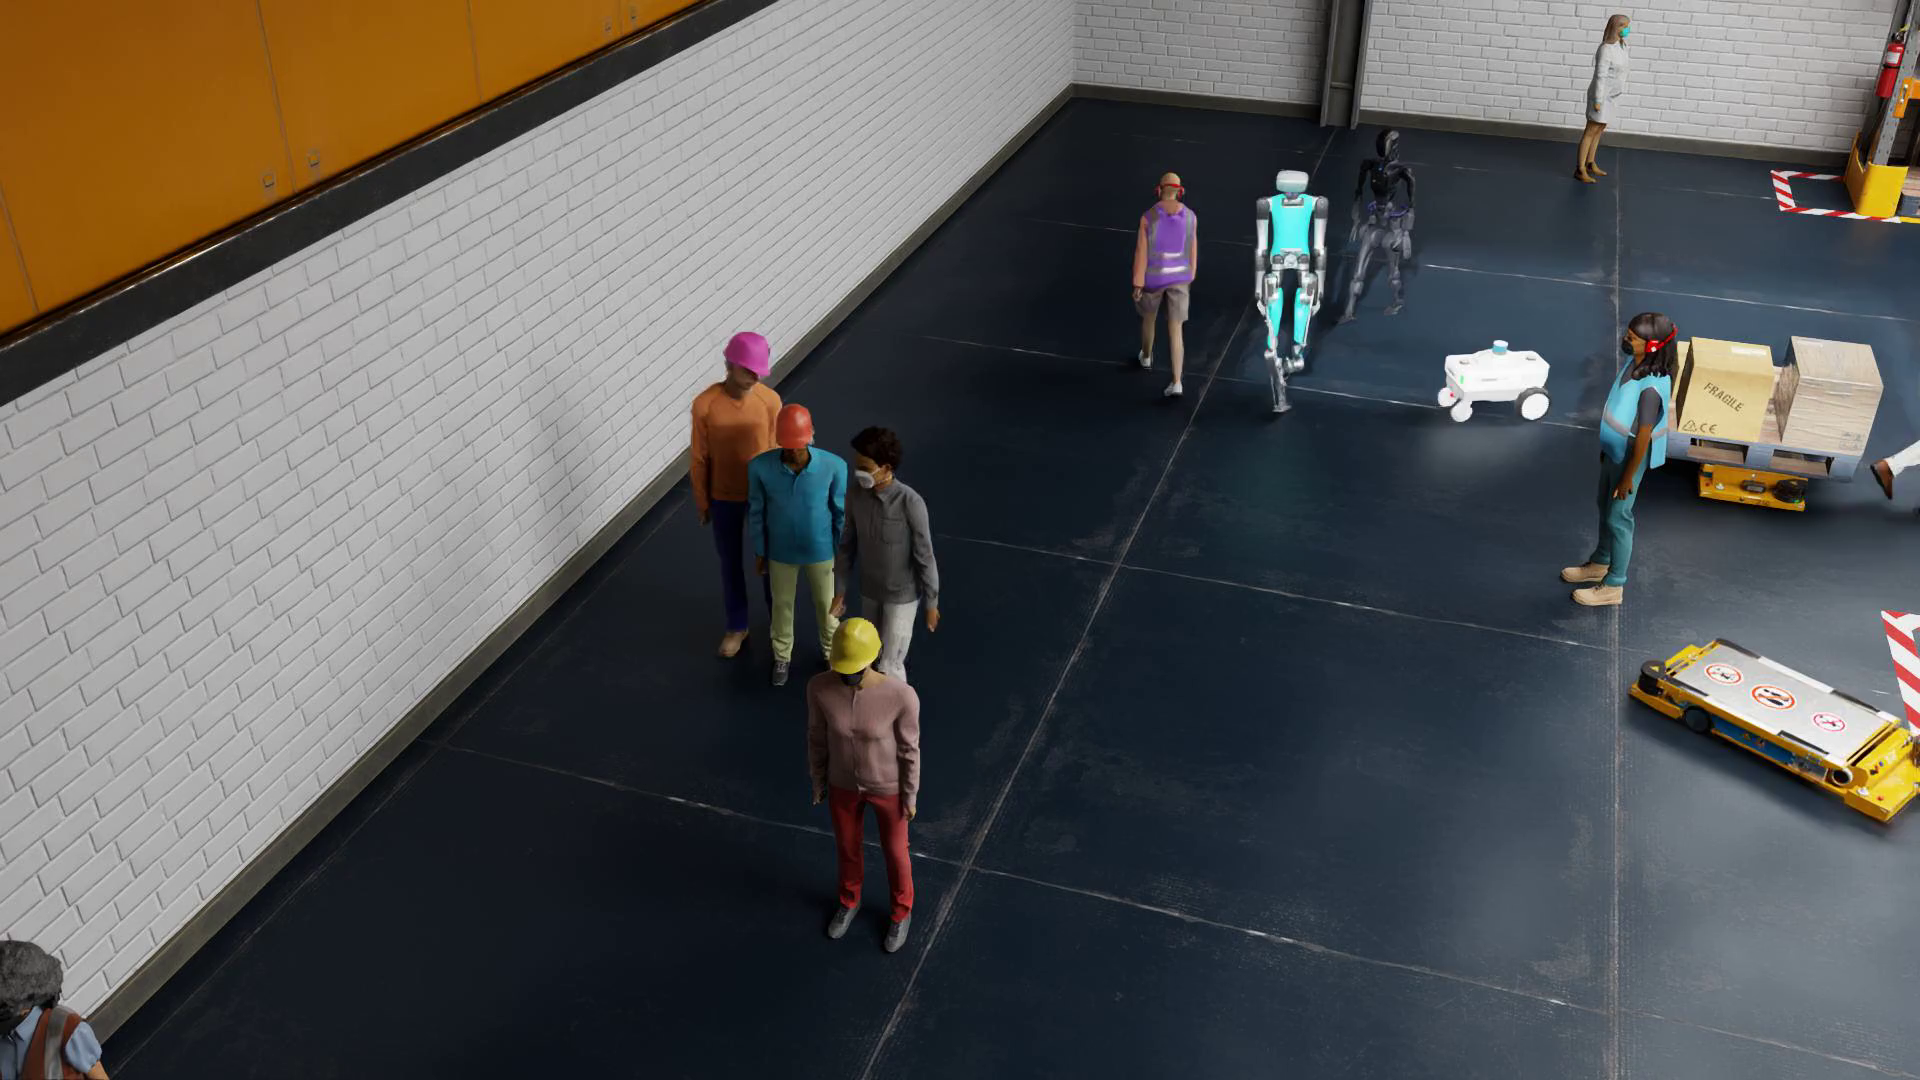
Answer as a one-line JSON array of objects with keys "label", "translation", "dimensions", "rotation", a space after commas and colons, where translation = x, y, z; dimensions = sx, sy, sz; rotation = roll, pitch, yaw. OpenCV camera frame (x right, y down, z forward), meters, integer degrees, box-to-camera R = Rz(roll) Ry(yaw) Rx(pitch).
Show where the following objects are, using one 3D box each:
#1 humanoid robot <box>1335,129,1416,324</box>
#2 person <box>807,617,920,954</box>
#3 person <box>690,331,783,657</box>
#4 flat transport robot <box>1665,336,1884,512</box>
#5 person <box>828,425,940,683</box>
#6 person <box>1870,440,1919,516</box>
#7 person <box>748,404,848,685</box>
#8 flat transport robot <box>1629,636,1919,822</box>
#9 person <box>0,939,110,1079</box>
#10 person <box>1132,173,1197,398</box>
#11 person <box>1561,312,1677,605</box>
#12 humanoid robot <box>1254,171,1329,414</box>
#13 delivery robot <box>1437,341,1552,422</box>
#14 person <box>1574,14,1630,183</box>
[{"label": "humanoid robot", "translation": [3.480, -2.567, 13.656], "dimensions": [0.781, 1.628, 0.608], "rotation": [-26, 39, -37]}, {"label": "person", "translation": [-0.422, 1.080, 7.321], "dimensions": [0.516, 1.756, 0.339], "rotation": [7, 31, 12]}, {"label": "person", "translation": [-1.229, -0.252, 9.402], "dimensions": [0.558, 1.954, 0.415], "rotation": [-4, 31, -6]}, {"label": "flat transport robot", "translation": [5.544, -0.640, 11.714], "dimensions": [0.659, 0.231, 1.431], "rotation": [10, 32, 16]}, {"label": "person", "translation": [-0.405, 0.288, 8.543], "dimensions": [0.558, 1.881, 0.553], "rotation": [21, 36, 31]}, {"label": "person", "translation": [6.422, -0.949, 10.688], "dimensions": [0.585, 1.849, 0.591], "rotation": [7, 31, 12]}, {"label": "person", "translation": [-0.870, 0.039, 9.106], "dimensions": [0.561, 1.742, 0.358], "rotation": [-1, 30, -1]}, {"label": "flat transport robot", "translation": [4.446, 0.971, 8.973], "dimensions": [0.659, 0.231, 1.431], "rotation": [-23, 37, -34]}, {"label": "person", "translation": [-3.107, 2.046, 5.740], "dimensions": [0.445, 1.688, 0.308], "rotation": [0, 30, -1]}, {"label": "person", "translation": [1.548, -1.924, 12.542], "dimensions": [0.510, 1.634, 0.944], "rotation": [-2, 31, -3]}, {"label": "person", "translation": [3.953, -0.478, 9.876], "dimensions": [0.390, 1.860, 0.506], "rotation": [4, 31, 7]}, {"label": "humanoid robot", "translation": [2.394, -1.734, 12.132], "dimensions": [0.561, 1.730, 0.957], "rotation": [4, 31, 6]}, {"label": "delivery robot", "translation": [3.979, -1.204, 12.360], "dimensions": [0.738, 0.563, 0.499], "rotation": [-4, 31, -7]}, {"label": "person", "translation": [6.548, -4.480, 16.871], "dimensions": [0.337, 1.661, 0.486], "rotation": [23, 38, 34]}]
